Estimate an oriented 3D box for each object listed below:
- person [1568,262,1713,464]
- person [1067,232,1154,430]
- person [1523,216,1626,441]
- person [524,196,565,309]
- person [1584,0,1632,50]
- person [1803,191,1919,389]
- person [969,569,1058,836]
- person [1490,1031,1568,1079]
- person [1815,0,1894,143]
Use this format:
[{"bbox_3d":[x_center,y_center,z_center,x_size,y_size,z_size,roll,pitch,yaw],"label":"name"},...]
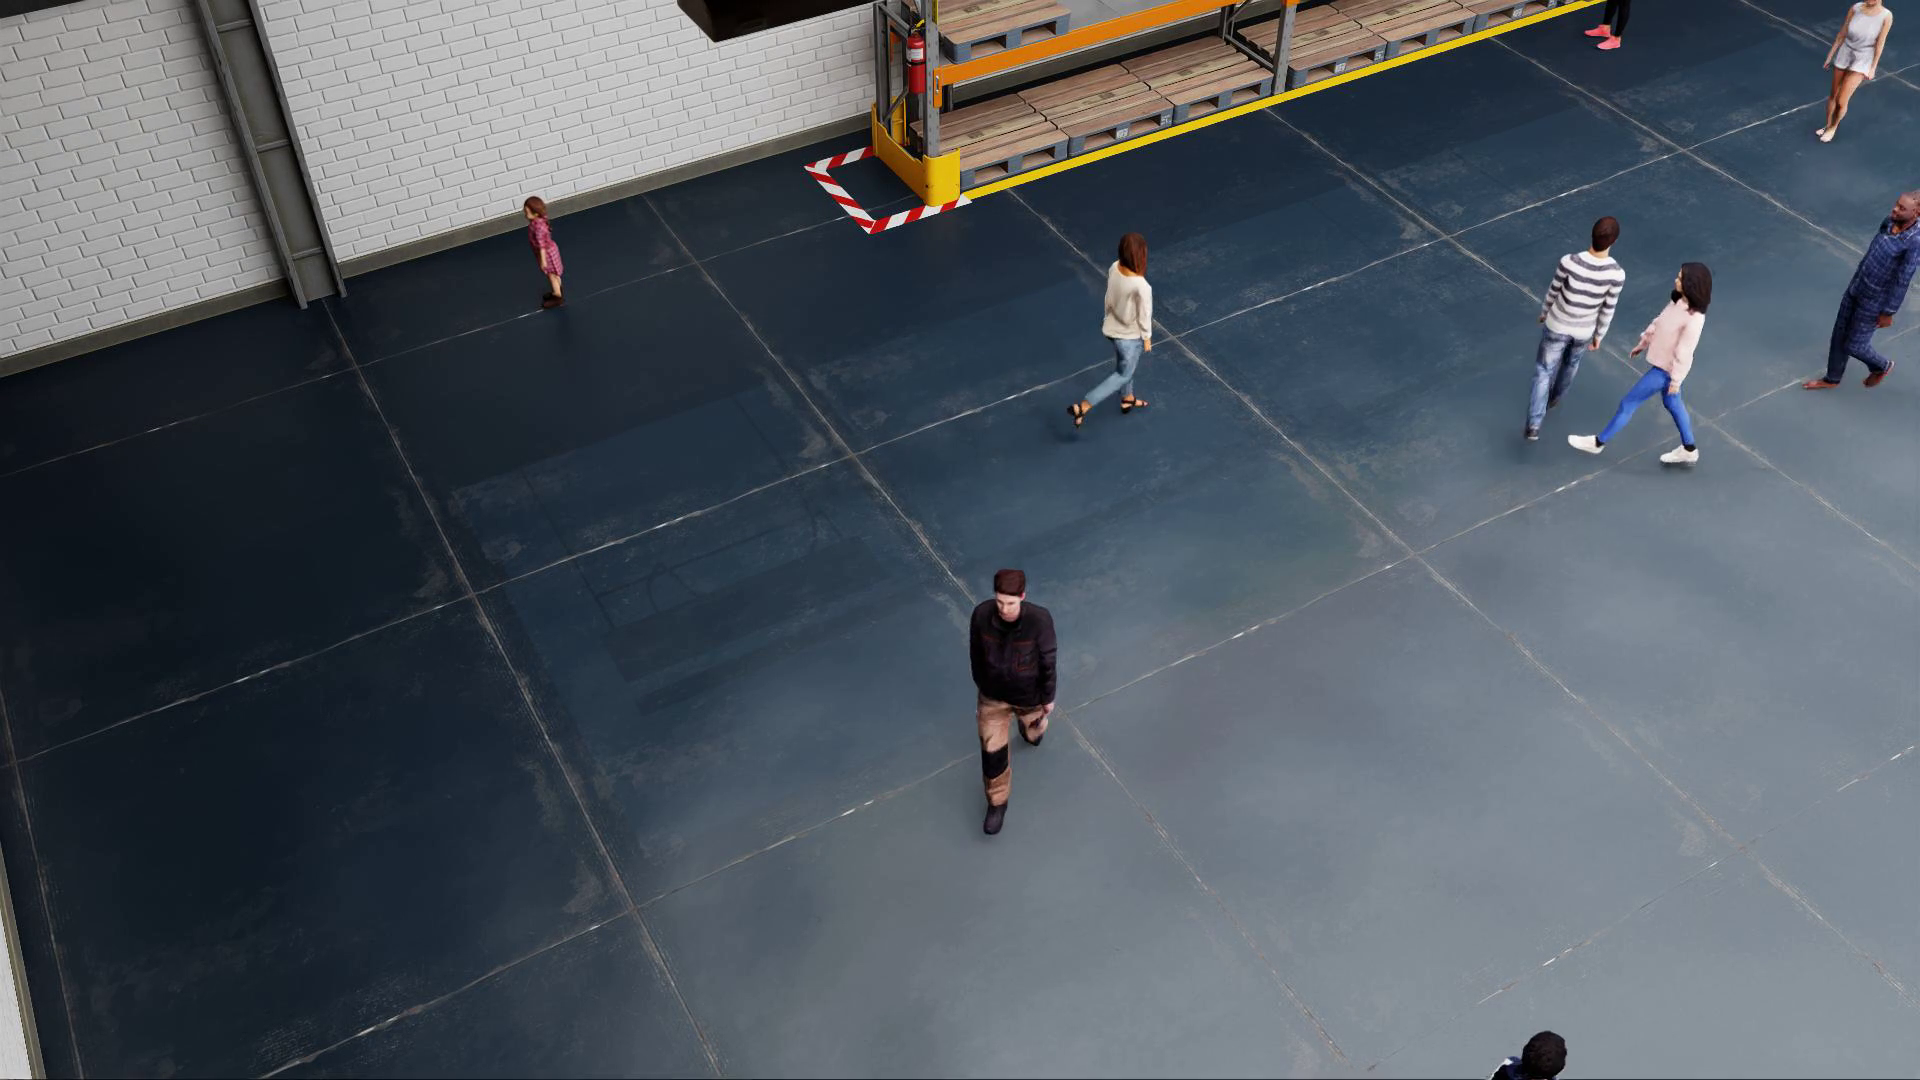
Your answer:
[{"bbox_3d":[5.248,-1.226,12.118,1.196,1.707,1.166,10,44,10],"label":"person"},{"bbox_3d":[1.165,-1.524,12.467,1.002,1.656,0.670,-17,46,-17],"label":"person"},{"bbox_3d":[4.522,-1.537,12.363,1.131,1.819,1.199,11,45,11],"label":"person"},{"bbox_3d":[-3.445,-2.404,13.852,0.507,1.022,0.475,-7,44,-8],"label":"person"},{"bbox_3d":[6.834,-5.882,17.014,0.652,1.694,0.663,-5,44,-6],"label":"person"},{"bbox_3d":[7.064,-1.875,12.723,0.964,1.812,0.879,0,44,0],"label":"person"},{"bbox_3d":[0.340,0.831,9.817,1.195,1.903,1.192,7,44,7],"label":"person"},{"bbox_3d":[2.722,2.862,8.196,0.735,1.197,0.924,26,49,25],"label":"person"},{"bbox_3d":[8.480,-4.550,15.686,0.609,1.598,0.608,-26,49,-24],"label":"person"}]
